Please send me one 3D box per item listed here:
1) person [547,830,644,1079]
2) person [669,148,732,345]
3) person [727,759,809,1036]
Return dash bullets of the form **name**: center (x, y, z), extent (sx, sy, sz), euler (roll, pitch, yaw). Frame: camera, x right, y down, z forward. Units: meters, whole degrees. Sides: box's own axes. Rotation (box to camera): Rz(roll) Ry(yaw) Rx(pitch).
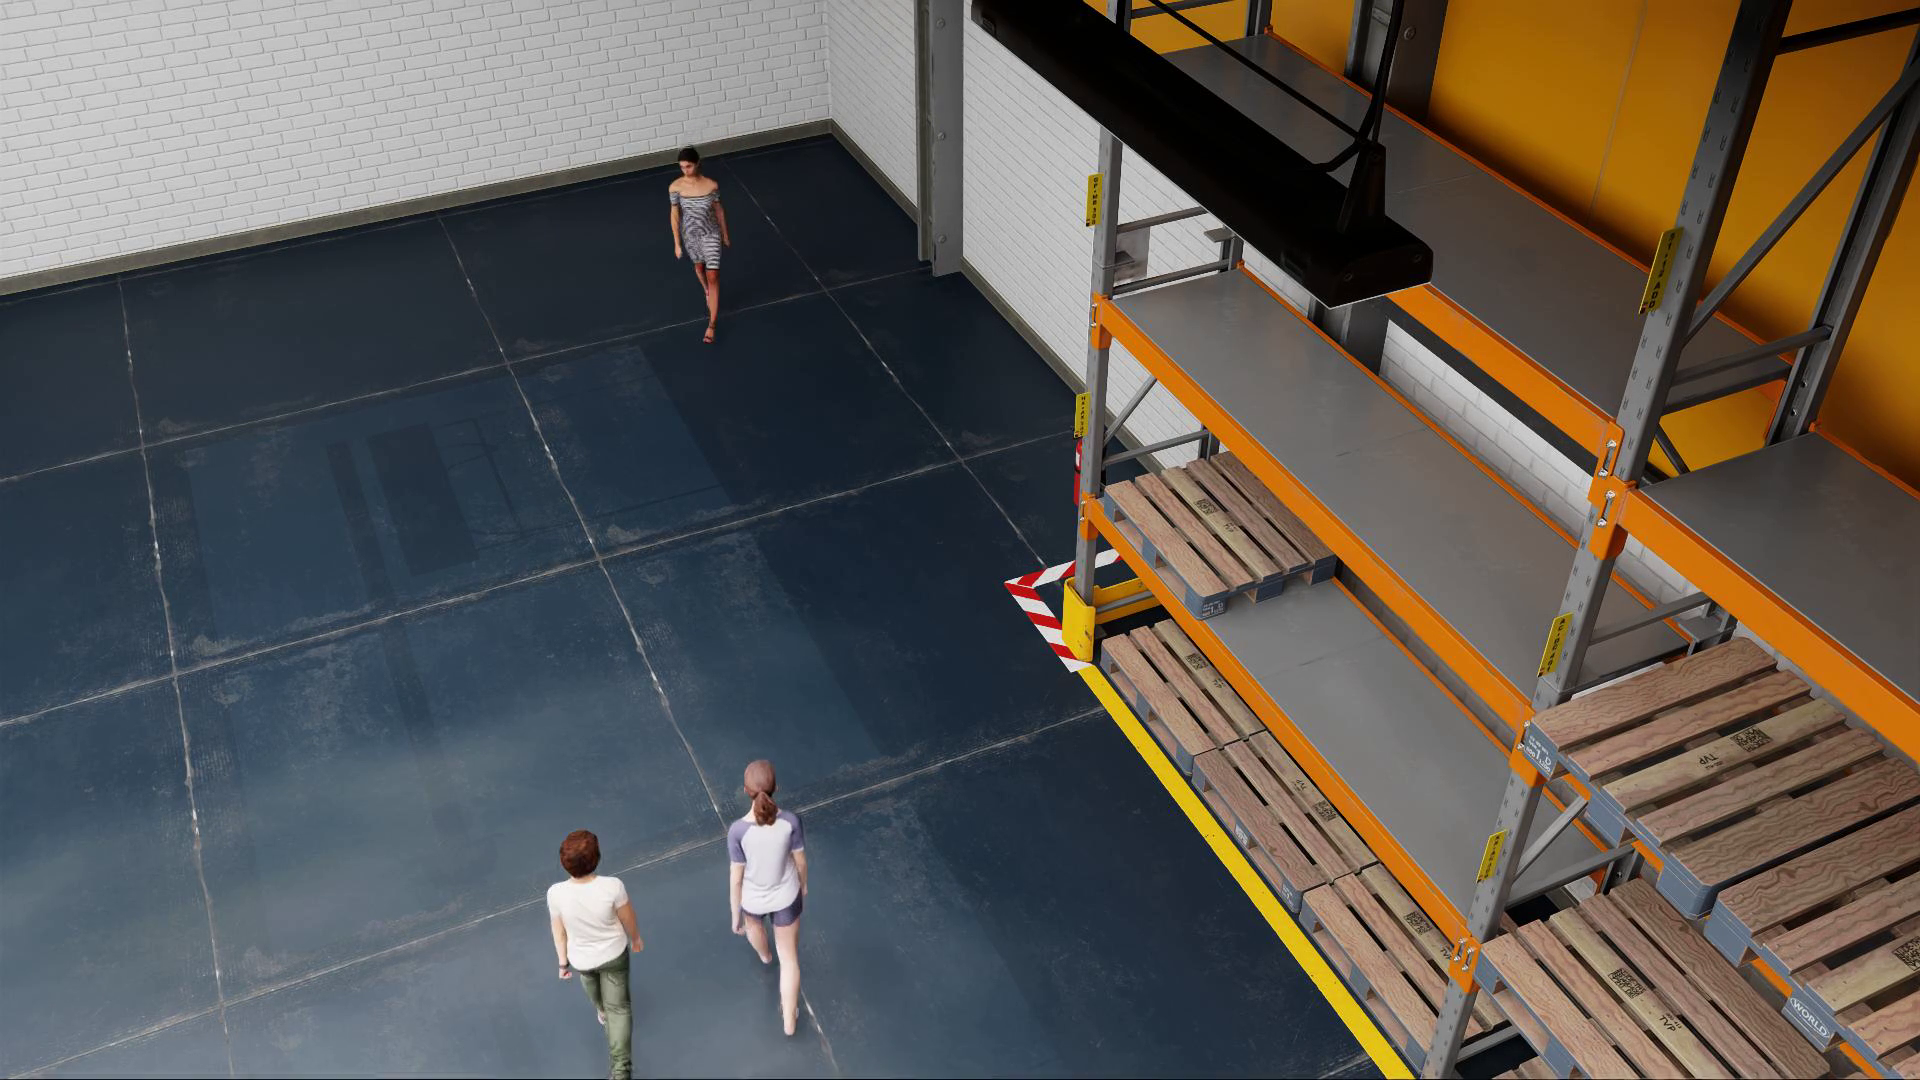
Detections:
- **person**: center (-1.863, 2.213, 8.597), extent (0.818, 1.618, 1.182), euler (-6, 39, -7)
- **person**: center (-2.251, -2.675, 14.597), extent (0.919, 1.769, 1.188), euler (-4, 39, -5)
- **person**: center (-1.018, 1.961, 8.824), extent (0.737, 1.728, 1.030), euler (-6, 39, -8)
